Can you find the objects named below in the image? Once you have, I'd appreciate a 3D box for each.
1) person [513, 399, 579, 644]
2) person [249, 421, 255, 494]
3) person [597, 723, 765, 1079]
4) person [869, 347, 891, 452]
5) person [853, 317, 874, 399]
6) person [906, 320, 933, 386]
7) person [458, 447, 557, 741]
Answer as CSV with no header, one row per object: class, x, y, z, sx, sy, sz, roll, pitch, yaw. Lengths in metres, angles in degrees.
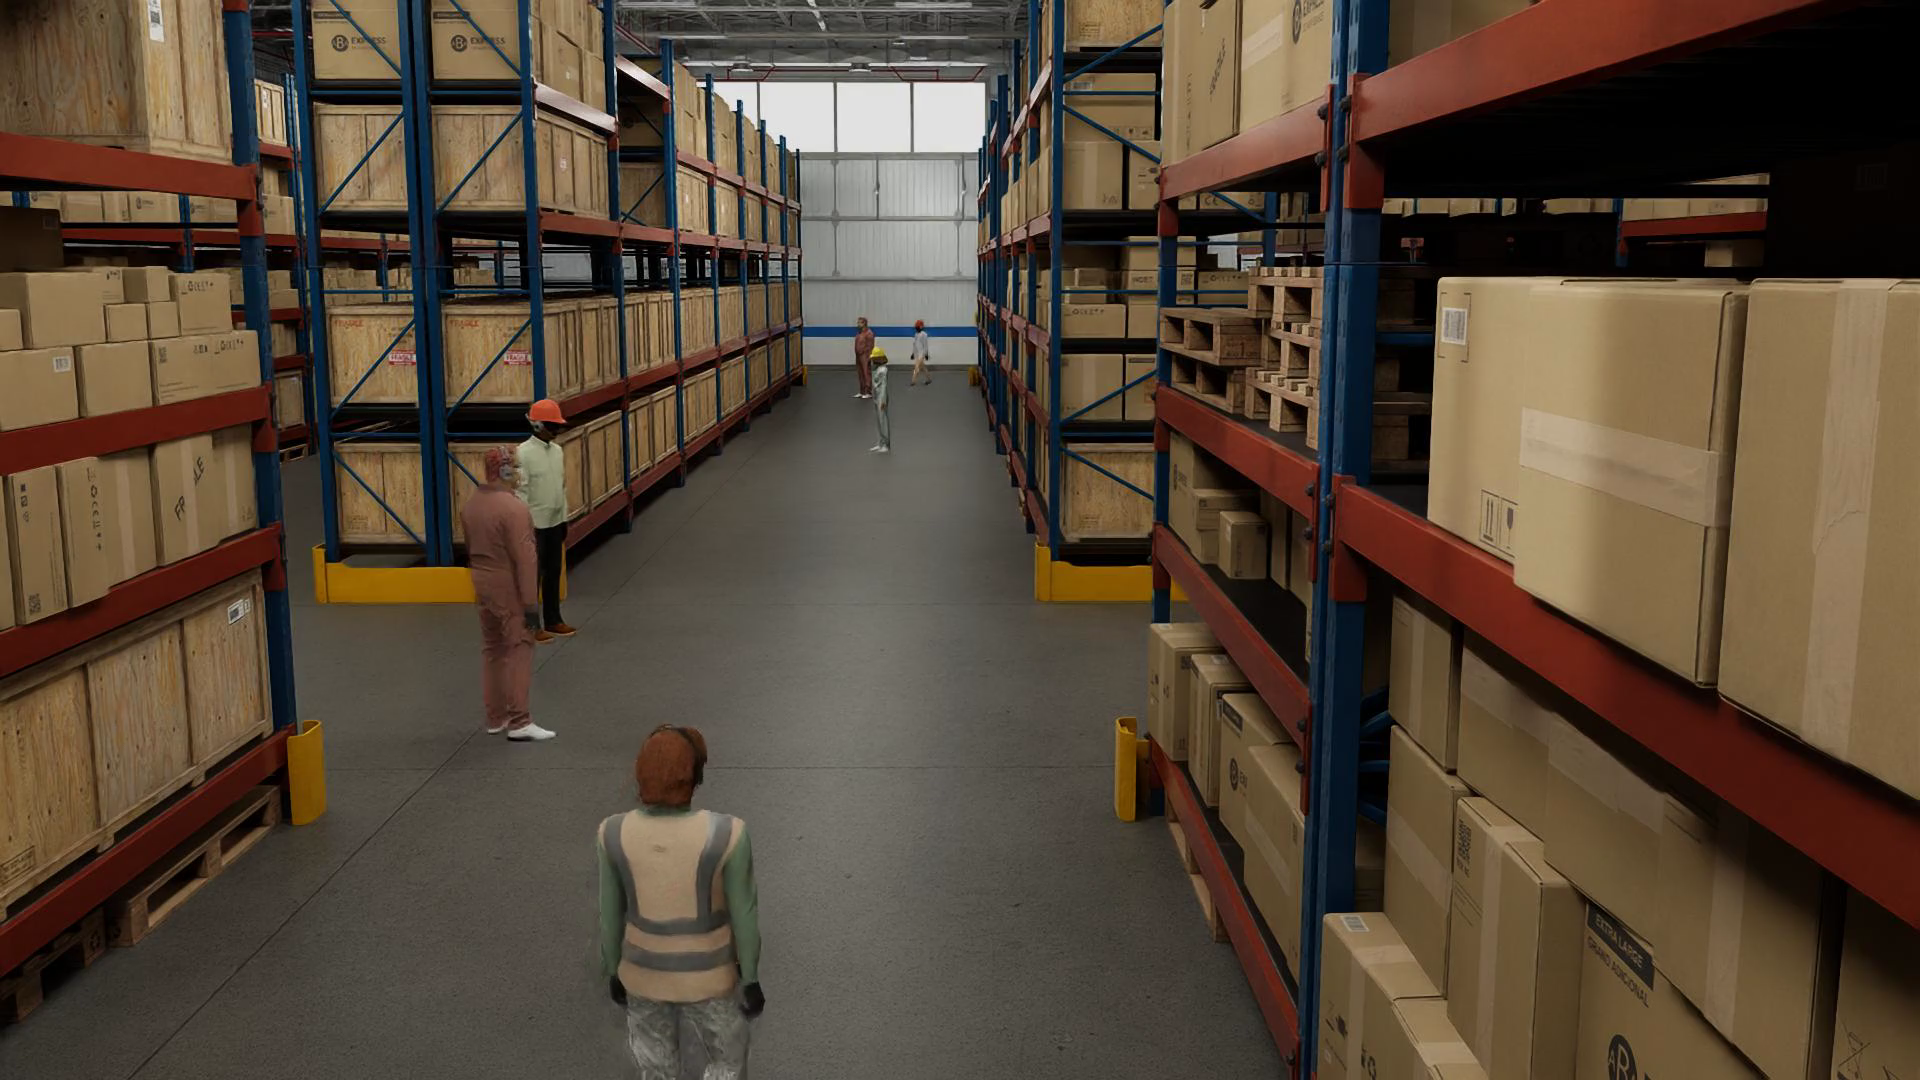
person,-3.382,-0.155,13.545,0.420,1.984,0.619,4,10,21
person,-8.224,-0.852,18.953,0.506,1.612,0.662,-4,10,-21
person,-0.873,1.377,5.224,0.543,1.625,0.356,1,9,9
person,-1.338,-2.328,27.616,0.325,1.740,0.492,-2,10,-15
person,-2.279,-4.272,39.029,0.407,1.906,0.654,-6,11,-34
person,-1.043,-4.848,43.166,0.867,1.712,0.573,-5,10,-26
person,-2.901,0.355,10.757,0.754,1.892,0.405,8,12,40
